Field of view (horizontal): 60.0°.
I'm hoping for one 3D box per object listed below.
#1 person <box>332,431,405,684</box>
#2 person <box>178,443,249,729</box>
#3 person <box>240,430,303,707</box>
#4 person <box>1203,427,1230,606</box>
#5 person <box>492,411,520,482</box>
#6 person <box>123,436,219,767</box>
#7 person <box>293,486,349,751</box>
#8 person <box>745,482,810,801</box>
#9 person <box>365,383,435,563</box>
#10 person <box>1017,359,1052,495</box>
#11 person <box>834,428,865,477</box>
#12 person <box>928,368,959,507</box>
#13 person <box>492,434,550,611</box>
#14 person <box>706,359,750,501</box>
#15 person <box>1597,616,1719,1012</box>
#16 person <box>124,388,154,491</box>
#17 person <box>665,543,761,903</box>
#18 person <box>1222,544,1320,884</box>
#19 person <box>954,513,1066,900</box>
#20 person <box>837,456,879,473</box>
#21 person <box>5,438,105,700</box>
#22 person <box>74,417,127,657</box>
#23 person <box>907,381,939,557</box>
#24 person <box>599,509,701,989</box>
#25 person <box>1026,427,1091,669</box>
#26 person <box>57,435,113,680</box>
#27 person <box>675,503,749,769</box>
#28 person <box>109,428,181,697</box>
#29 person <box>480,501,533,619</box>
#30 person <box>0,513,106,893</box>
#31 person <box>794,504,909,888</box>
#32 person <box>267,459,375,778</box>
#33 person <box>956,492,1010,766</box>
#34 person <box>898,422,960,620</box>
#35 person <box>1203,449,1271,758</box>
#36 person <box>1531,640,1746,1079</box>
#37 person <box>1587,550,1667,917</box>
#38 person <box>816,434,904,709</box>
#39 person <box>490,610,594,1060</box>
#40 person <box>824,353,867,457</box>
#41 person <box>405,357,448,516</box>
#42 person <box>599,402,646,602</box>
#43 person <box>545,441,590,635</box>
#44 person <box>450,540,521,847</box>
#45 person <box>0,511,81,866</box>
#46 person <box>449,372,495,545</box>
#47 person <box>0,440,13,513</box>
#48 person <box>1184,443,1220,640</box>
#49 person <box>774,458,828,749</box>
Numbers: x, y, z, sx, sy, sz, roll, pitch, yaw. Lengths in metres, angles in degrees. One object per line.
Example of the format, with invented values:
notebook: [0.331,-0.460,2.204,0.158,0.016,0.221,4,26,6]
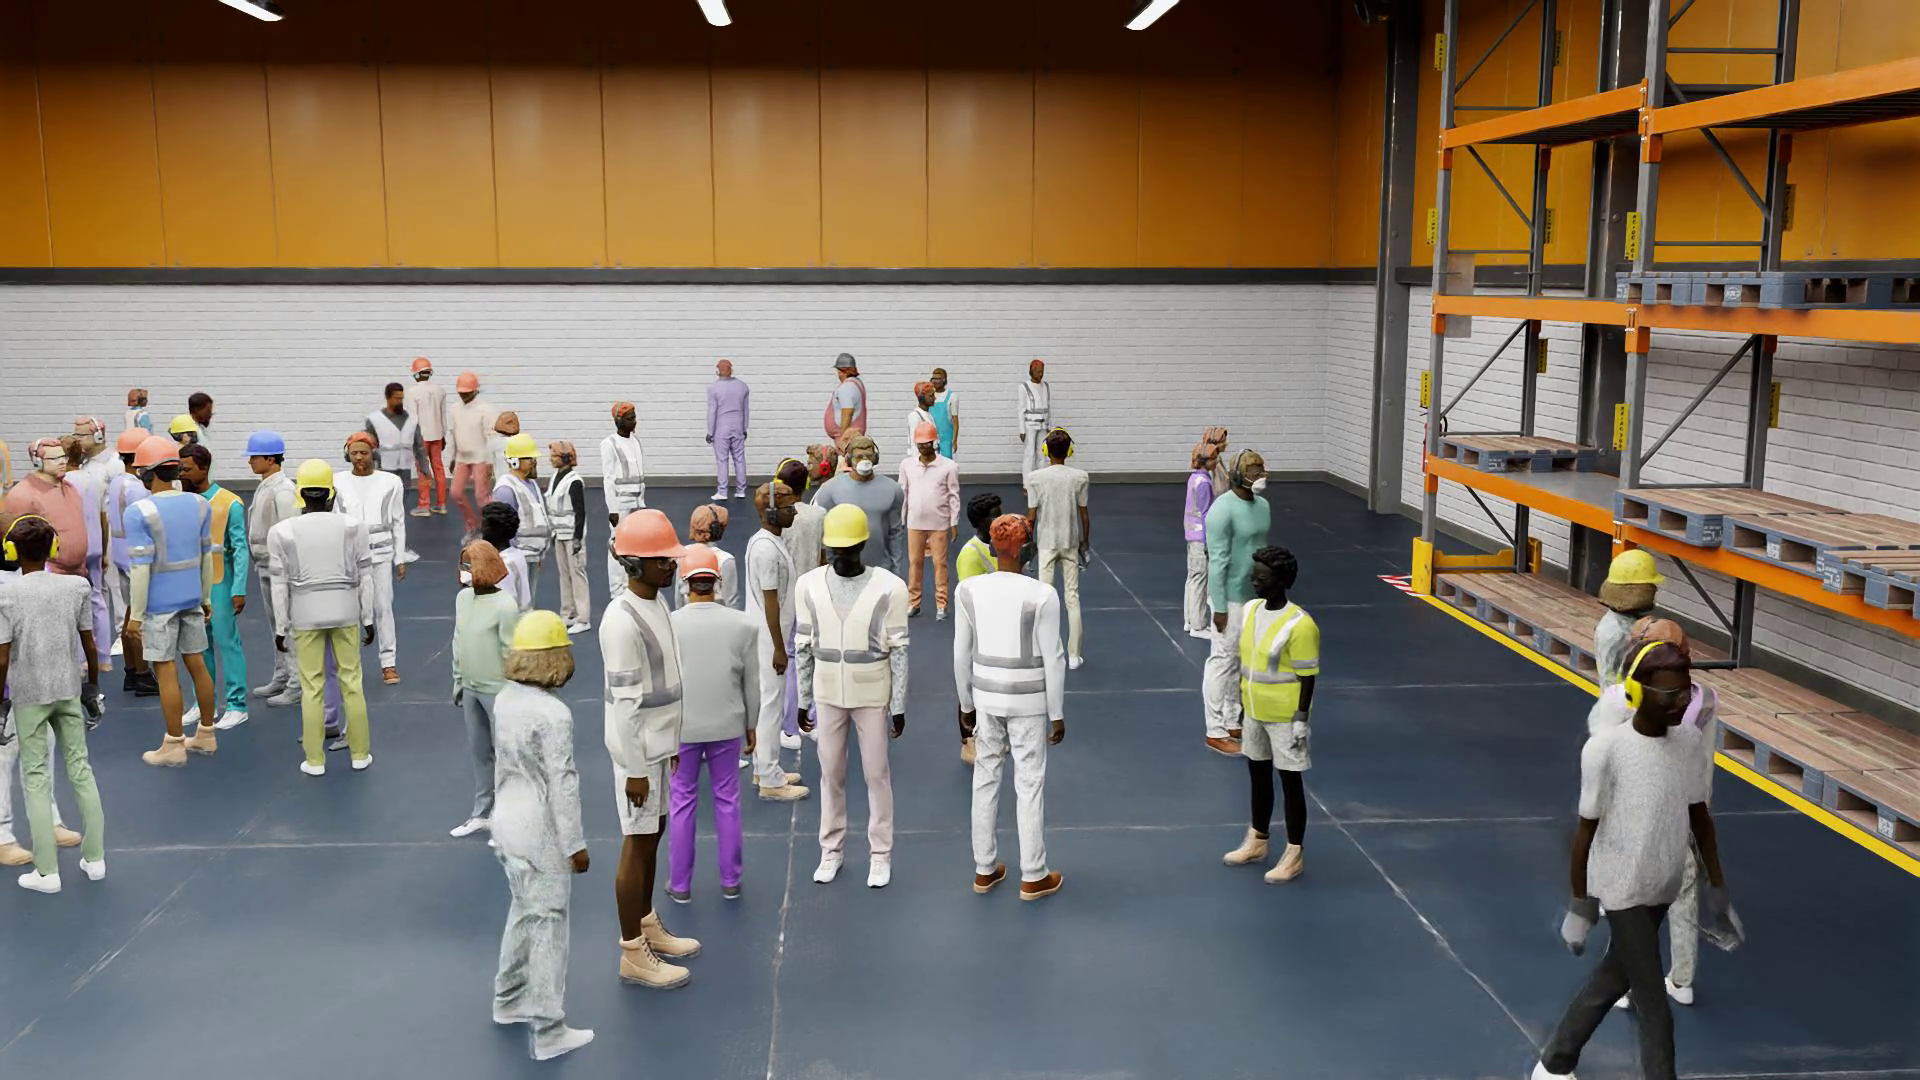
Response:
person: [-4.382,0.141,12.268,0.574,1.882,0.356,-3,10,-20]
person: [-5.027,0.304,11.137,0.596,1.916,0.372,3,9,18]
person: [-4.818,0.193,11.732,0.389,1.946,0.614,-7,11,-37]
person: [2.322,-0.220,15.294,0.309,1.641,0.514,3,9,16]
person: [-4.637,-0.516,17.170,0.286,1.633,0.499,-9,13,-43]
person: [-4.897,0.378,10.276,0.382,2.041,0.616,4,10,21]
person: [-4.055,0.465,10.630,0.522,1.760,0.323,7,11,36]
person: [-1.073,0.579,9.634,0.345,1.847,0.504,-2,9,-12]
person: [-5.860,-0.702,17.524,0.816,1.892,0.612,7,12,38]
person: [1.034,-1.540,22.857,0.586,1.876,0.358,-8,12,-42]
person: [-1.009,-0.231,15.421,0.277,1.628,0.502,7,11,37]
person: [-0.261,-1.287,21.351,0.505,1.847,0.348,4,10,25]
person: [-3.315,0.106,12.640,0.404,1.834,0.591,1,9,5]
person: [-3.142,-1.481,22.401,0.636,1.902,0.406,-7,11,-37]
person: [2.867,1.128,6.878,0.516,1.629,0.322,-1,9,-7]
person: [-10.110,-1.053,20.531,0.516,1.640,0.308,7,12,39]
person: [-1.245,0.884,8.054,0.573,1.741,0.355,-3,10,-19]
person: [1.570,0.862,8.324,0.321,1.696,0.537,-5,10,-29]
person: [0.249,0.807,8.085,0.574,1.883,0.355,5,10,27]
person: [-0.746,0.191,12.353,0.324,1.752,0.562,-1,9,-4]
person: [-6.275,0.239,11.573,0.407,1.910,0.639,1,9,6]
person: [-6.875,-0.029,13.260,0.641,1.908,0.407,4,10,23]
person: [-0.391,-0.771,17.992,0.355,1.883,0.574,2,9,12]
person: [-1.321,0.879,7.131,0.375,2.043,0.610,0,9,2]
person: [0.751,0.068,12.769,0.508,1.872,0.329,-1,9,-4]
person: [-6.625,0.131,12.495,0.354,1.835,0.515,3,10,20]
person: [-1.535,0.596,10.172,0.518,1.639,0.312,8,12,39]
person: [-5.897,0.156,12.006,0.373,1.934,0.551,-8,12,-41]
person: [-2.686,0.611,9.896,0.321,1.696,0.536,-1,9,-6]
person: [-4.500,0.798,8.186,0.309,1.868,0.535,7,12,38]
person: [-0.542,0.767,8.233,0.586,1.919,0.396,2,9,13]
person: [-3.844,0.471,10.052,0.584,1.928,0.372,-4,10,-26]
person: [0.146,0.545,10.312,0.320,1.697,0.532,3,10,18]
person: [-0.287,-0.165,14.594,0.574,1.749,0.337,2,9,14]
person: [1.774,0.385,10.558,0.379,1.940,0.629,7,12,39]
person: [2.346,1.224,5.673,0.536,1.819,0.976,-5,10,-27]
person: [3.146,0.908,7.889,0.299,1.743,0.488,6,11,33]
person: [-0.678,0.231,11.531,0.629,1.940,0.373,-3,10,-20]
person: [-1.635,1.133,6.523,0.367,1.725,0.538,-7,12,-39]
person: [-1.475,-1.384,21.349,0.536,2.000,0.684,2,9,13]
person: [-6.736,-1.300,20.962,0.386,1.992,0.625,6,11,32]
person: [-3.033,-0.313,15.120,0.355,1.883,0.575,3,10,18]
person: [-3.315,-0.024,14.064,0.315,1.640,0.515,-7,11,-36]
person: [-2.525,0.808,8.859,0.500,1.633,0.282,7,11,36]
person: [-4.886,0.754,8.601,0.431,1.834,0.632,3,9,16]
person: [-5.419,-0.885,18.464,0.683,1.957,0.485,5,10,26]
person: [-8.425,-0.228,14.470,0.371,1.919,0.587,-5,10,-29]
person: [2.021,0.005,13.890,0.305,1.637,0.522,0,9,-2]
person: [-1.062,0.404,10.669,0.328,1.869,0.513,9,12,43]
